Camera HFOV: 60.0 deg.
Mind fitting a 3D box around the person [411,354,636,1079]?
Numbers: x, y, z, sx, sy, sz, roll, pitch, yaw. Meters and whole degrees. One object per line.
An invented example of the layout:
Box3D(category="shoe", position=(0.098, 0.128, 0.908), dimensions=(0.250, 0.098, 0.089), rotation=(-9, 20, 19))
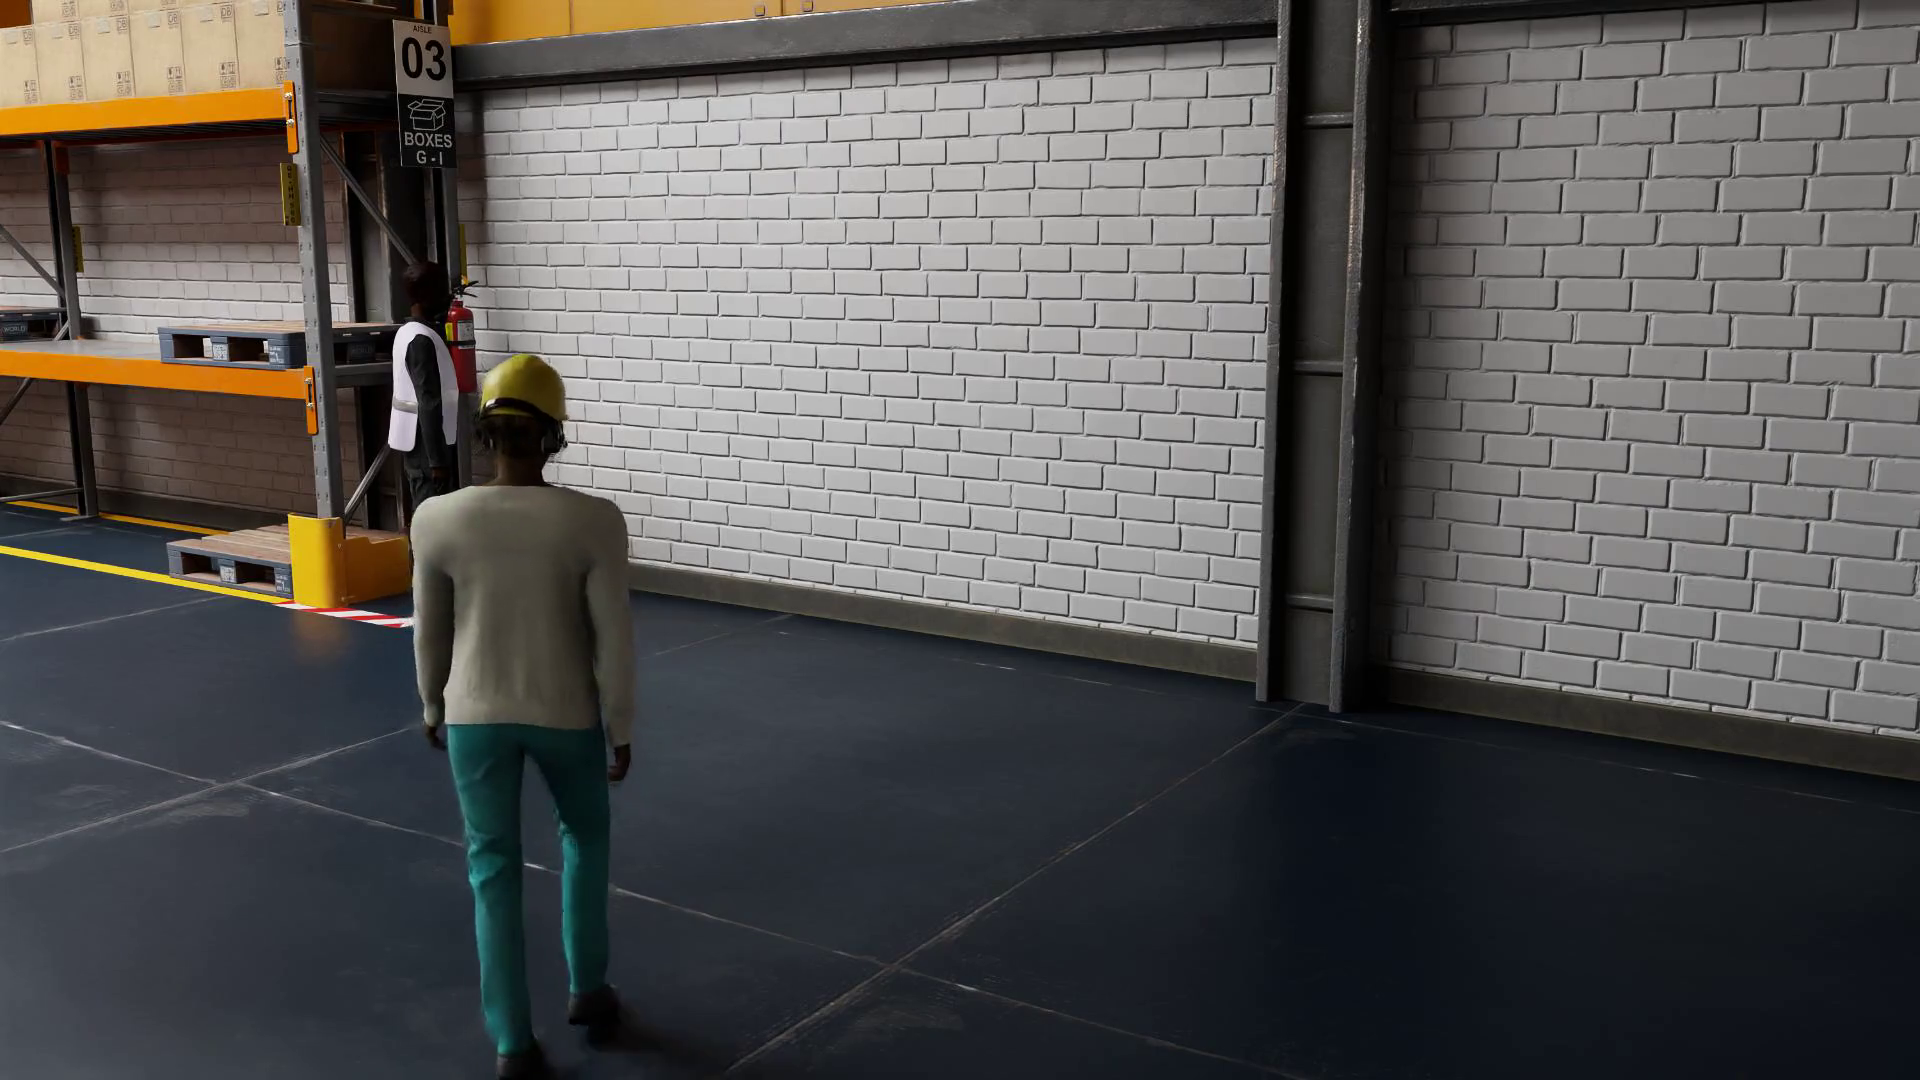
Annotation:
Box3D(category="person", position=(-1.065, 0.422, 4.099), dimensions=(0.541, 1.745, 0.605), rotation=(-1, 10, -8))

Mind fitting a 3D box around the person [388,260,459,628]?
Box3D(category="person", position=(-2.711, -0.456, 8.491), dimensions=(0.392, 1.922, 0.593), rotation=(-4, 11, -23))
